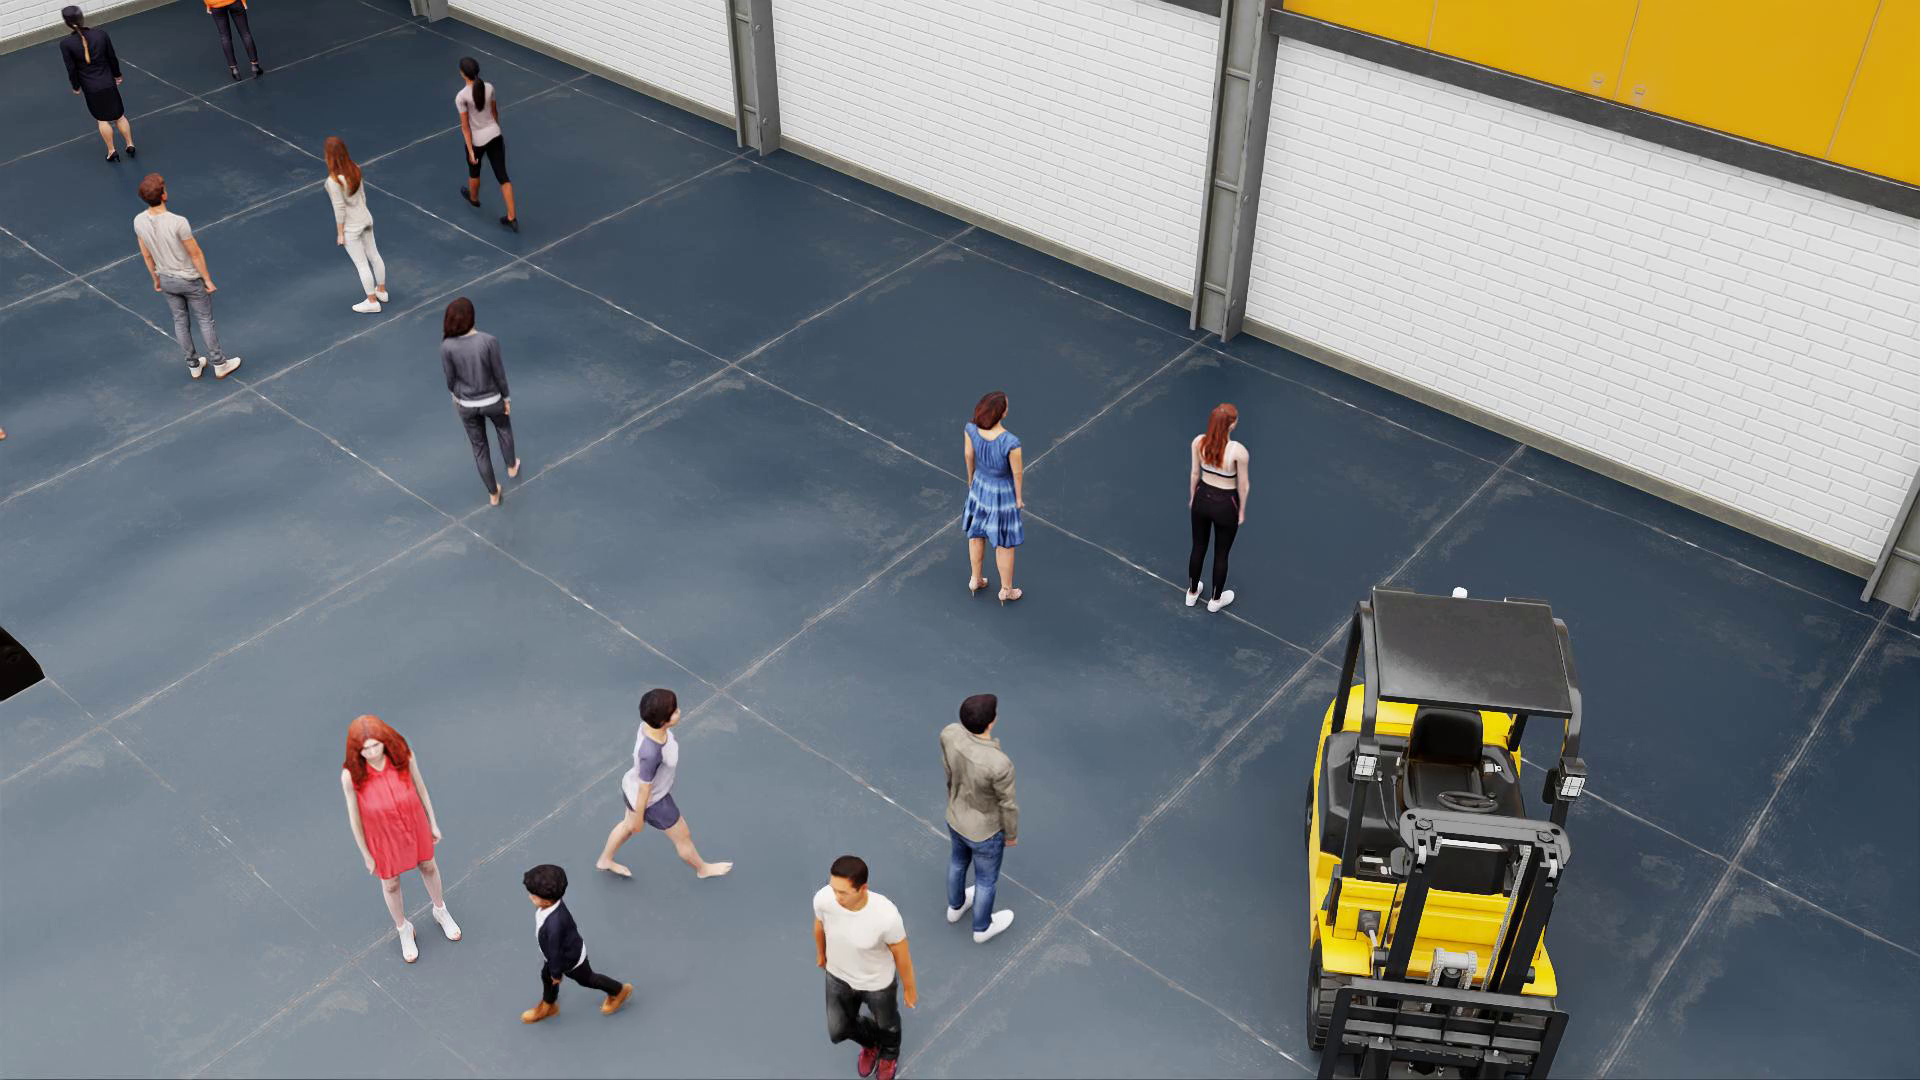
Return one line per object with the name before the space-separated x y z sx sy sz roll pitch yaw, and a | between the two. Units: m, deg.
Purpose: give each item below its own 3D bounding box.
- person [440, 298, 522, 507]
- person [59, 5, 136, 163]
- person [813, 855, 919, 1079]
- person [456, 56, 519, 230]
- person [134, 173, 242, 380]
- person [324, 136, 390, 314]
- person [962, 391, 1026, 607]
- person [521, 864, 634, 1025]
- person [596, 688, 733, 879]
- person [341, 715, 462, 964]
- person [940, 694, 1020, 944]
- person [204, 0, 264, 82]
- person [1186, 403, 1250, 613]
person | -3.707 -1.026 12.852 0.843 1.752 0.932 -10 40 -12
person | -9.172 -4.840 17.692 0.628 1.671 0.707 31 48 33
person | -0.493 2.210 8.772 0.751 1.787 0.906 8 39 10
person | -4.660 -3.897 16.486 0.707 1.703 1.155 -31 48 -33
person | -6.688 -2.246 14.264 0.705 1.896 0.809 2 39 3
person | -5.526 -2.895 15.222 0.675 1.715 0.670 11 40 13
person | 0.247 -0.295 11.893 0.546 1.806 0.754 21 43 24
person | -2.137 2.241 9.198 0.842 1.207 0.875 -13 40 -16
person | -1.911 1.517 9.866 1.075 1.505 1.055 -4 39 -5
person | -3.183 1.668 9.418 0.643 1.828 0.595 -23 44 -26
person | 0.083 1.589 9.488 0.522 1.863 0.762 31 48 33
person | -8.550 -6.234 19.375 0.709 1.749 0.726 -11 40 -14
person | 1.816 -0.228 11.862 0.499 1.740 0.672 22 43 25
